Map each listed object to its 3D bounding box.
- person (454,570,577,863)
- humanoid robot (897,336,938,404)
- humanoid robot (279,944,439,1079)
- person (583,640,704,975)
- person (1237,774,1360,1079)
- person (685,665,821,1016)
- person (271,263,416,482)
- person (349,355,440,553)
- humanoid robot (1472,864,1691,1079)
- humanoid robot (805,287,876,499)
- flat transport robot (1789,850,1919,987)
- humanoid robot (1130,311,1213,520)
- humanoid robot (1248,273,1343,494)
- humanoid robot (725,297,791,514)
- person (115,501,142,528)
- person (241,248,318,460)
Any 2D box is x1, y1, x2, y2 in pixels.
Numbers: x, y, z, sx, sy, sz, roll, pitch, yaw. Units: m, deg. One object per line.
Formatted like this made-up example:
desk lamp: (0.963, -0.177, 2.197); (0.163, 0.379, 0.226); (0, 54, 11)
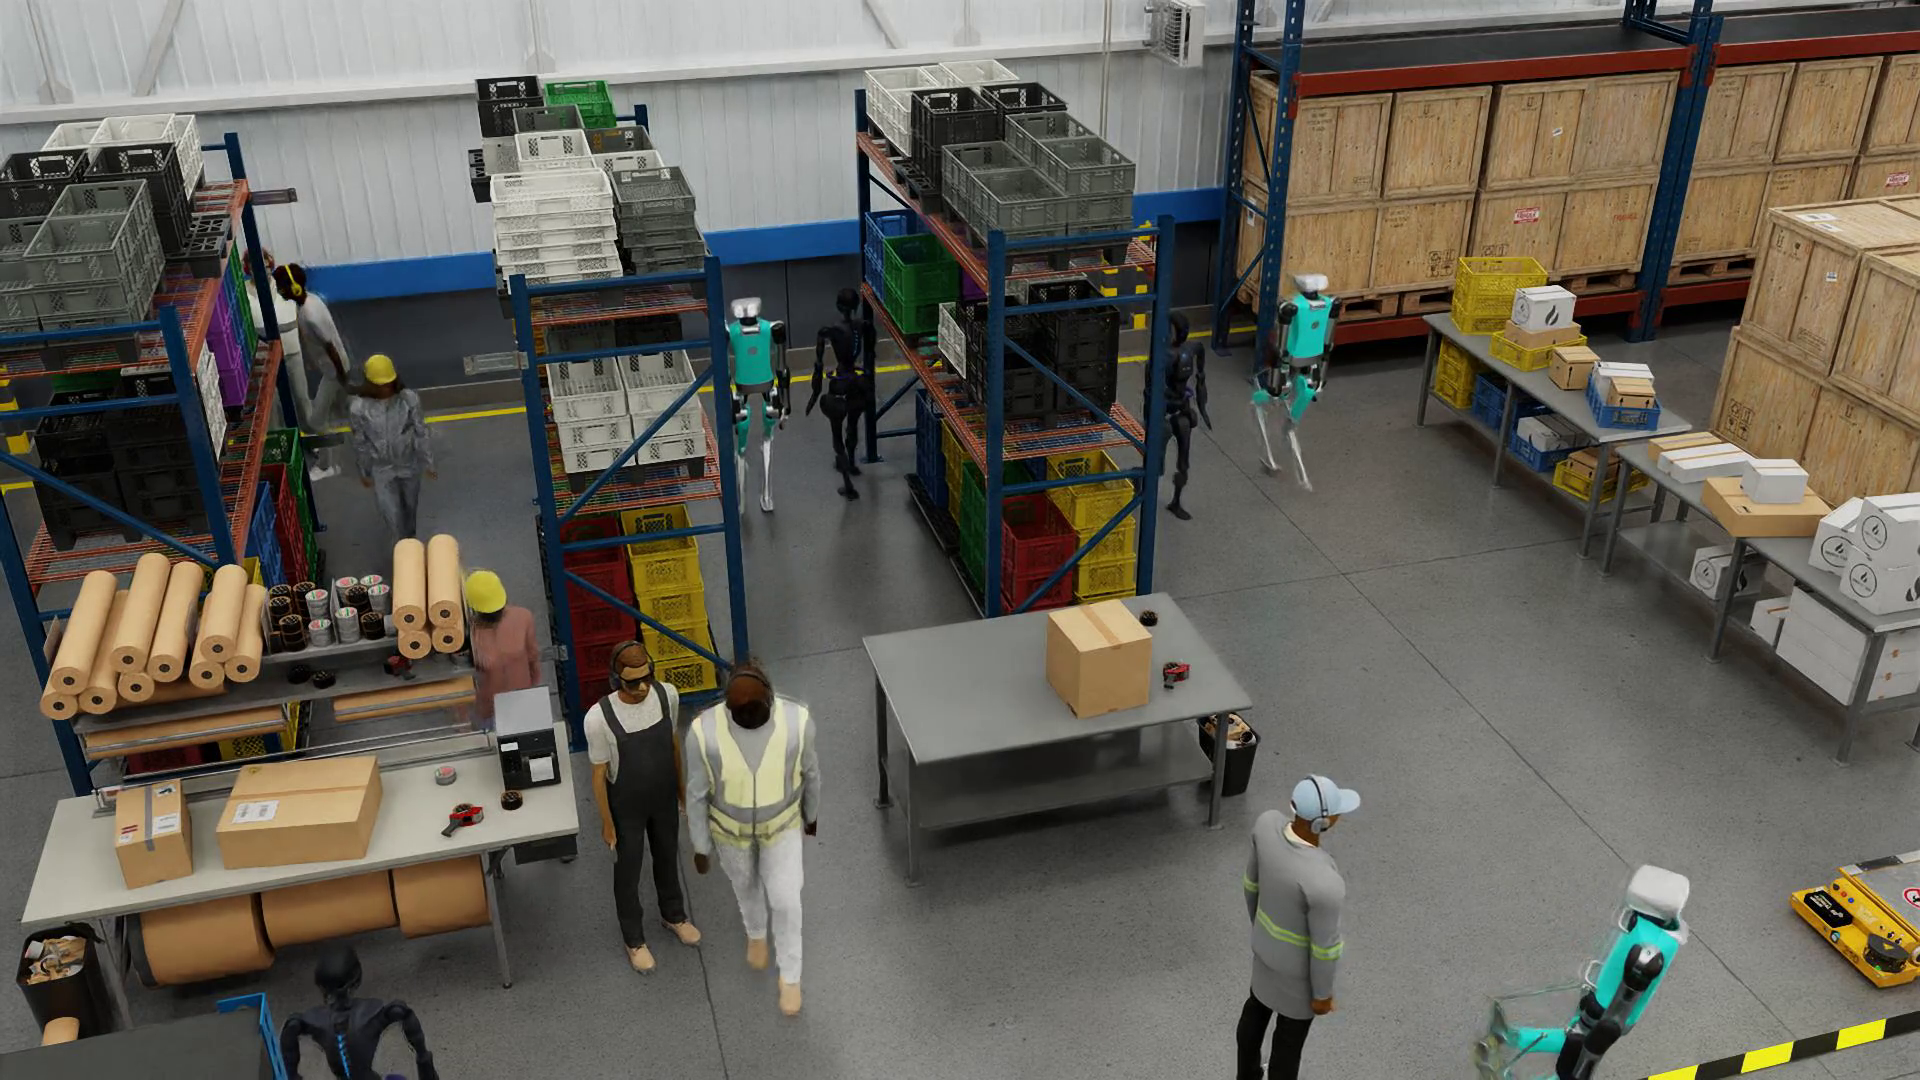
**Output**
person: (-2.497, 0.891, 9.044); (0.529, 1.713, 0.940); (-20, 34, -32)
humanoid robot: (-0.297, -1.988, 14.376); (0.717, 1.907, 0.547); (-14, 32, -24)
humanoid robot: (-2.340, 2.275, 6.610); (0.609, 1.615, 0.821); (-5, 29, -10)
person: (-1.547, 1.292, 8.174); (0.507, 1.846, 0.346); (-24, 37, -36)
person: (1.467, 1.787, 7.267); (0.401, 1.851, 0.589); (-12, 31, -20)
person: (-0.971, 1.437, 7.947); (0.634, 1.805, 0.806); (-3, 29, -5)
person: (-4.851, -1.354, 13.030); (0.916, 1.815, 0.545); (-12, 31, -20)
person: (-3.851, -0.453, 11.471); (0.499, 1.707, 0.831); (-18, 33, -29)
humanoid robot: (2.462, 2.035, 6.938); (0.821, 1.770, 0.557); (16, 33, 27)
humanoid robot: (-0.907, -1.156, 12.834); (0.608, 1.639, 0.602); (-19, 34, -31)
flat transport robot: (5.163, 1.916, 8.676); (1.431, 0.231, 0.659); (-8, 30, -14)
humanoid robot: (1.572, -0.977, 12.490); (0.598, 1.644, 0.552); (-15, 32, -25)
humanoid robot: (2.541, -1.263, 12.956); (0.544, 1.799, 0.835); (-11, 31, -20)
humanoid robot: (-1.557, -1.032, 12.511); (0.541, 1.794, 0.667); (-6, 29, -11)
person: (-6.134, -1.003, 12.146); (0.614, 2.041, 0.380); (5, 29, 8)
person: (-5.431, -1.466, 13.208); (0.559, 1.834, 0.391); (-17, 33, -28)
